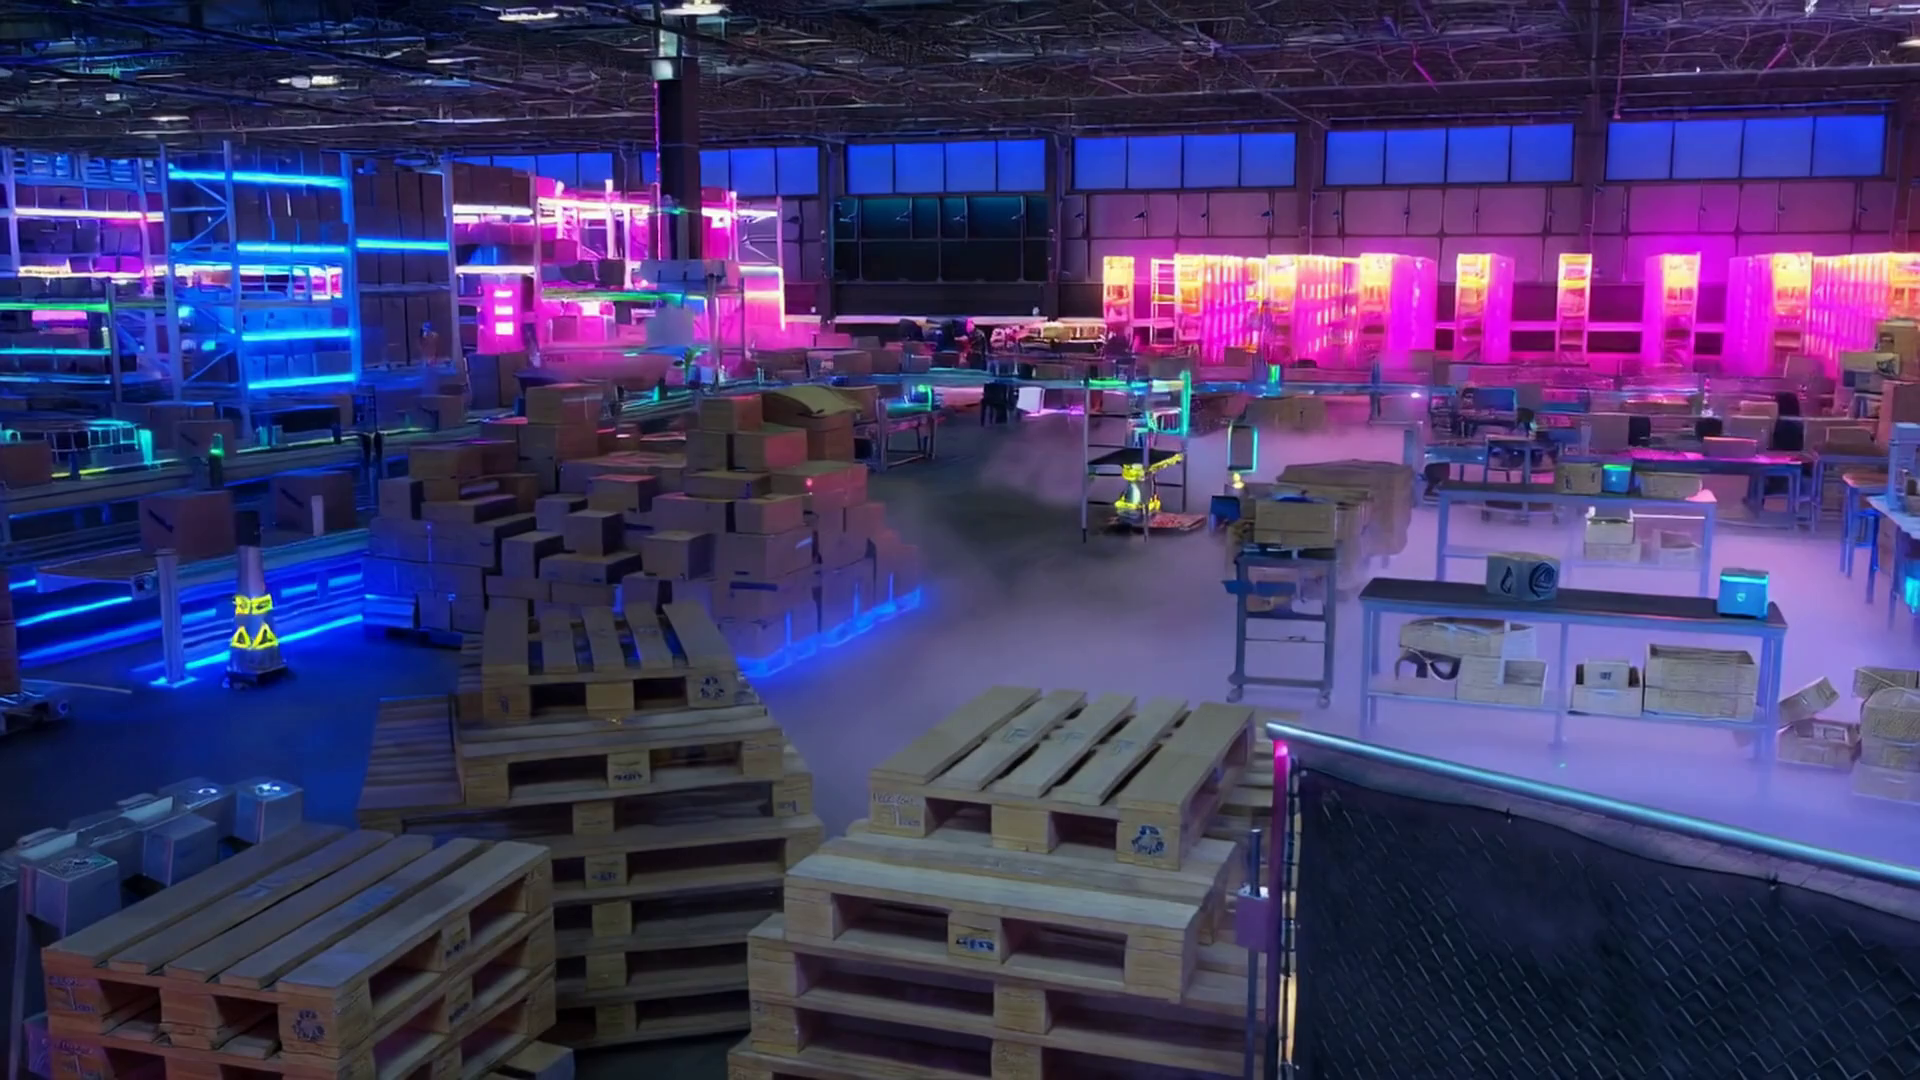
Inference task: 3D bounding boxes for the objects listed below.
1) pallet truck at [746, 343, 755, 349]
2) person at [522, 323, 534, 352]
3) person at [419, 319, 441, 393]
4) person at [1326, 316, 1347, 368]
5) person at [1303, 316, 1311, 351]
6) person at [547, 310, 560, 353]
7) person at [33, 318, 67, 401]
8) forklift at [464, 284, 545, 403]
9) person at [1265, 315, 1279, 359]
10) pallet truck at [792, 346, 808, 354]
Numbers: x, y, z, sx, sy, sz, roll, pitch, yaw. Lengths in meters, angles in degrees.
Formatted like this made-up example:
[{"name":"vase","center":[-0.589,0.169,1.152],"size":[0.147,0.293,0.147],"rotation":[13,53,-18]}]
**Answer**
[{"name":"pallet truck","center":[-6.183,-4.618,44.264],"size":[1.601,1.201,0.680],"rotation":[-9,12,-43]},{"name":"person","center":[-11.212,-4.666,42.713],"size":[0.596,1.812,0.540],"rotation":[3,10,18]},{"name":"person","center":[-13.682,-4.737,42.836],"size":[0.570,1.921,0.579],"rotation":[3,10,21]},{"name":"person","center":[11.740,-6.133,52.069],"size":[0.665,1.770,0.524],"rotation":[-5,10,-29]},{"name":"person","center":[12.384,-7.335,59.459],"size":[0.416,1.833,0.595],"rotation":[3,10,21]},{"name":"person","center":[-14.078,-7.082,57.882],"size":[0.632,1.820,0.732],"rotation":[5,10,27]},{"name":"person","center":[-22.076,-4.323,40.019],"size":[0.968,1.989,0.641],"rotation":[-9,13,-44]},{"name":"forklift","center":[-10.832,-4.702,39.610],"size":[1.129,2.768,1.873],"rotation":[3,10,20]},{"name":"person","center":[9.823,-6.222,52.074],"size":[0.613,1.945,0.406],"rotation":[-3,9,-16]},{"name":"pallet truck","center":[-3.705,-4.298,42.022],"size":[0.653,1.274,1.630],"rotation":[3,10,20]}]
